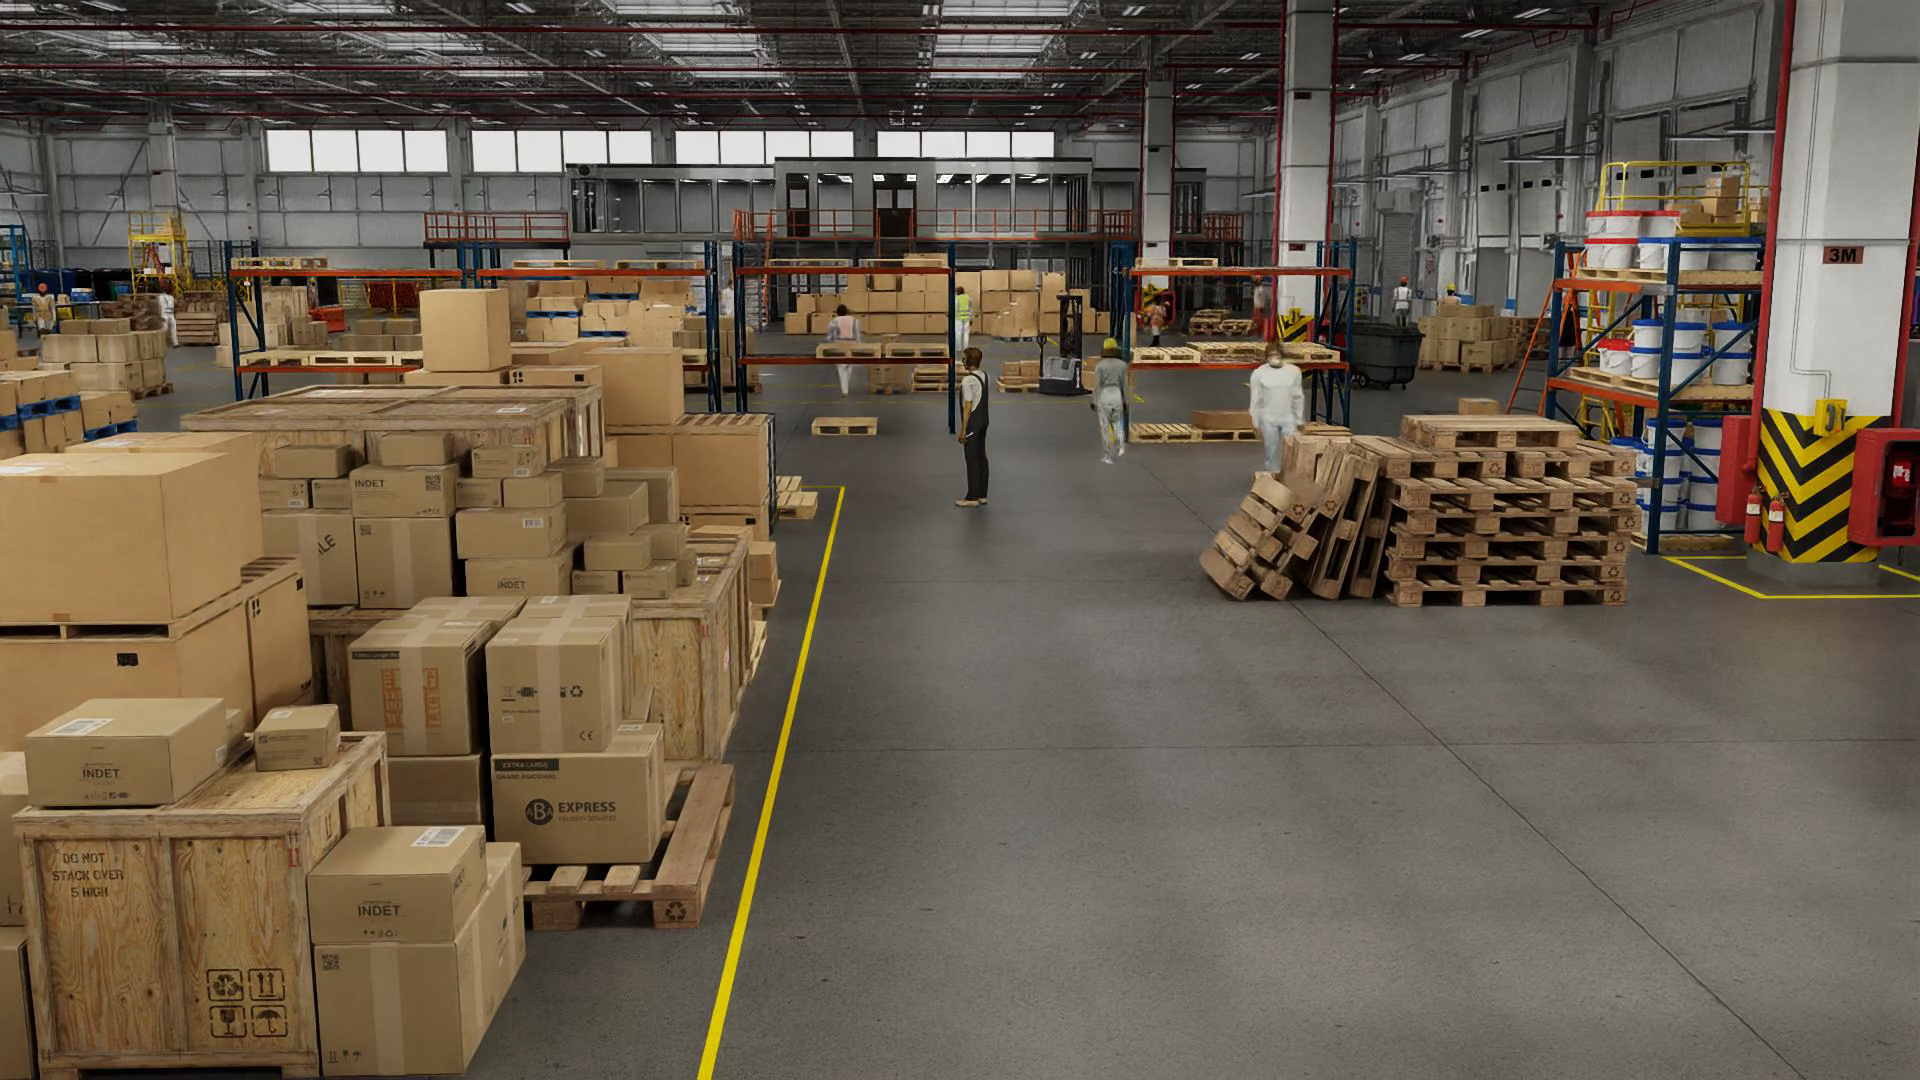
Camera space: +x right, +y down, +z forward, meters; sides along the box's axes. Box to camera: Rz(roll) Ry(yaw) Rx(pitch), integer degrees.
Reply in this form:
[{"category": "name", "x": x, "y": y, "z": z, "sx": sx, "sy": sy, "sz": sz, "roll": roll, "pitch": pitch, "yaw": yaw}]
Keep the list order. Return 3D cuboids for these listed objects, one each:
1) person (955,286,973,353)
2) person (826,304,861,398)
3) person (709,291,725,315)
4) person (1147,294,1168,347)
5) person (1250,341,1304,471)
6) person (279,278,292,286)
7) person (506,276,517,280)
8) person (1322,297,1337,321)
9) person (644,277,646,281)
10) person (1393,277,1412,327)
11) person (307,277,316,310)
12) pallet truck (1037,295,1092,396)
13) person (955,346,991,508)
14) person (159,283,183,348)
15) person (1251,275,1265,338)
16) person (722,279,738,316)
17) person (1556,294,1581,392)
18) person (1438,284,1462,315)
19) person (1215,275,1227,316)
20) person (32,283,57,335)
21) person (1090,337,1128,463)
[{"category": "person", "x": 0.052, "y": -6.027, "z": 45.493, "sx": 0.635, "sy": 1.836, "sz": 0.429, "roll": -4, "pitch": 11, "yaw": -21}, {"category": "person", "x": -2.332, "y": -3.721, "z": 32.685, "sx": 0.658, "sy": 1.804, "sz": 0.913, "roll": -4, "pitch": 11, "yaw": -22}, {"category": "person", "x": -5.990, "y": -5.166, "z": 40.727, "sx": 0.498, "sy": 1.820, "sz": 0.947, "roll": 1, "pitch": 10, "yaw": 4}, {"category": "person", "x": 5.224, "y": -5.641, "z": 43.819, "sx": 0.549, "sy": 1.642, "sz": 0.888, "roll": -6, "pitch": 12, "yaw": -29}, {"category": "person", "x": 3.684, "y": -1.371, "z": 19.367, "sx": 0.672, "sy": 1.898, "sz": 0.458, "roll": -1, "pitch": 10, "yaw": -8}, {"category": "person", "x": -18.672, "y": -6.259, "z": 46.186, "sx": 0.535, "sy": 2.000, "sz": 0.688, "roll": -4, "pitch": 11, "yaw": -21}, {"category": "person", "x": -14.201, "y": -7.453, "z": 52.849, "sx": 0.646, "sy": 2.031, "sz": 0.405, "roll": 10, "pitch": 14, "yaw": 44}, {"category": "person", "x": 9.419, "y": -5.499, "z": 42.764, "sx": 0.543, "sy": 1.749, "sz": 0.397, "roll": -1, "pitch": 10, "yaw": -7}, {"category": "person", "x": -10.663, "y": -7.879, "z": 55.646, "sx": 0.599, "sy": 1.891, "sz": 0.921, "roll": -9, "pitch": 14, "yaw": -41}, {"category": "person", "x": 14.188, "y": -7.482, "z": 53.345, "sx": 0.560, "sy": 1.918, "sz": 0.558, "roll": 2, "pitch": 10, "yaw": 11}, {"category": "person", "x": -23.193, "y": -8.523, "z": 59.593, "sx": 0.323, "sy": 1.761, "sz": 0.523, "roll": 1, "pitch": 10, "yaw": 6}, {"category": "pallet truck", "x": 2.483, "y": -3.881, "z": 33.060, "sx": 1.885, "sy": 1.965, "sz": 0.823, "roll": -7, "pitch": 13, "yaw": -36}, {"category": "person", "x": 0.150, "y": -1.290, "z": 19.053, "sx": 0.345, "sy": 1.846, "sz": 0.508, "roll": 6, "pitch": 12, "yaw": 29}, {"category": "person", "x": -22.691, "y": -6.389, "z": 47.458, "sx": 0.816, "sy": 1.860, "sz": 0.588, "roll": 1, "pitch": 10, "yaw": 7}, {"category": "person", "x": 9.512, "y": -7.393, "z": 52.707, "sx": 0.522, "sy": 1.965, "sz": 0.651, "roll": -2, "pitch": 10, "yaw": -9}, {"category": "person", "x": -6.821, "y": -6.845, "z": 49.788, "sx": 0.623, "sy": 1.918, "sz": 0.435, "roll": -7, "pitch": 13, "yaw": -36}, {"category": "person", "x": 12.200, "y": -3.957, "z": 33.536, "sx": 0.608, "sy": 1.987, "sz": 0.403, "roll": -1, "pitch": 10, "yaw": -5}, {"category": "person", "x": 12.927, "y": -5.798, "z": 43.935, "sx": 0.586, "sy": 1.928, "sz": 0.365, "roll": 2, "pitch": 10, "yaw": 11}, {"category": "person", "x": 9.119, "y": -8.415, "z": 58.507, "sx": 0.737, "sy": 1.931, "sz": 0.605, "roll": 5, "pitch": 11, "yaw": 26}, {"category": "person", "x": -25.331, "y": -6.155, "z": 46.016, "sx": 0.557, "sy": 1.904, "sz": 0.907, "roll": -6, "pitch": 12, "yaw": -31}, {"category": "person", "x": 2.050, "y": -1.917, "z": 22.859, "sx": 0.496, "sy": 1.729, "sz": 0.359, "roll": -4, "pitch": 11, "yaw": -21}]
